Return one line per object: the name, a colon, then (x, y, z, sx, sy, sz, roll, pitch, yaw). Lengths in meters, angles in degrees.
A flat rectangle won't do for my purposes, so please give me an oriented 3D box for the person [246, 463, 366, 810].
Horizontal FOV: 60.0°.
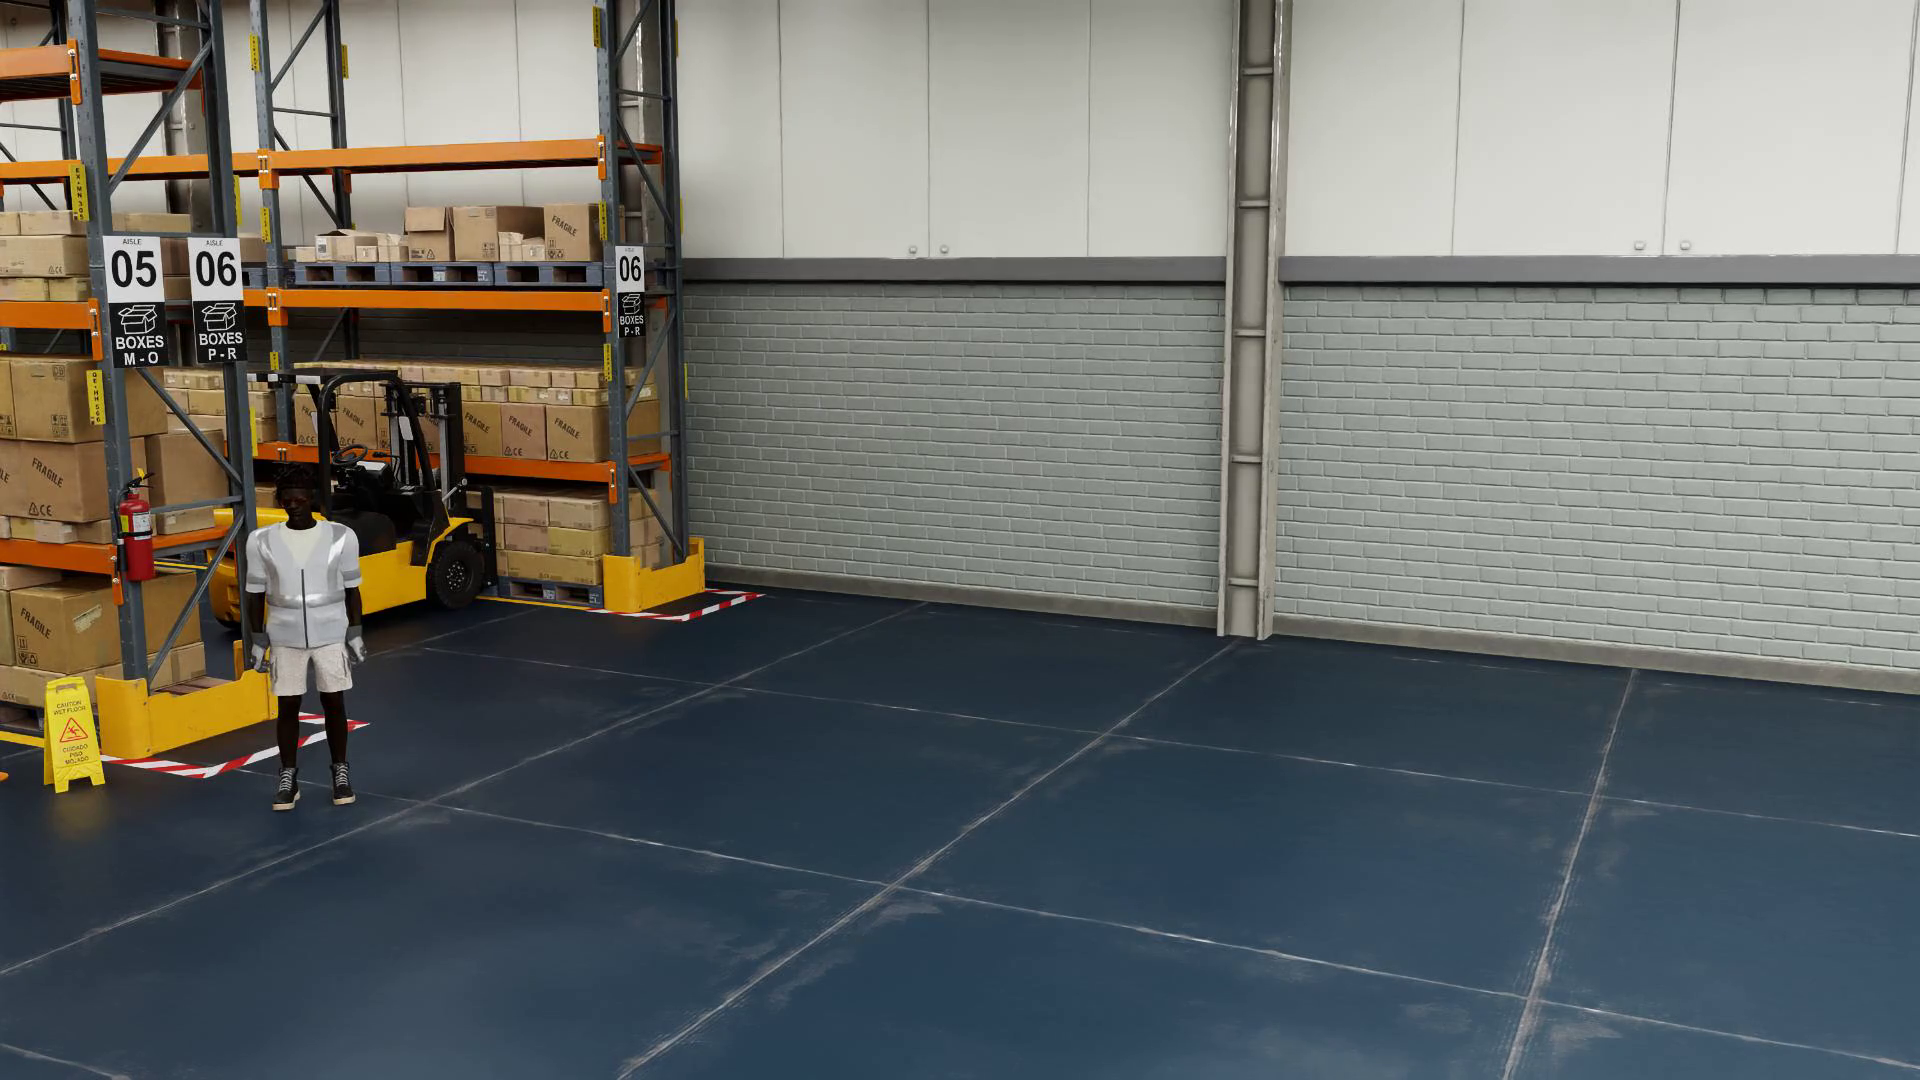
person: (-3.673, 0.537, 9.361, 0.613, 1.963, 0.361, -3, 10, -18)
